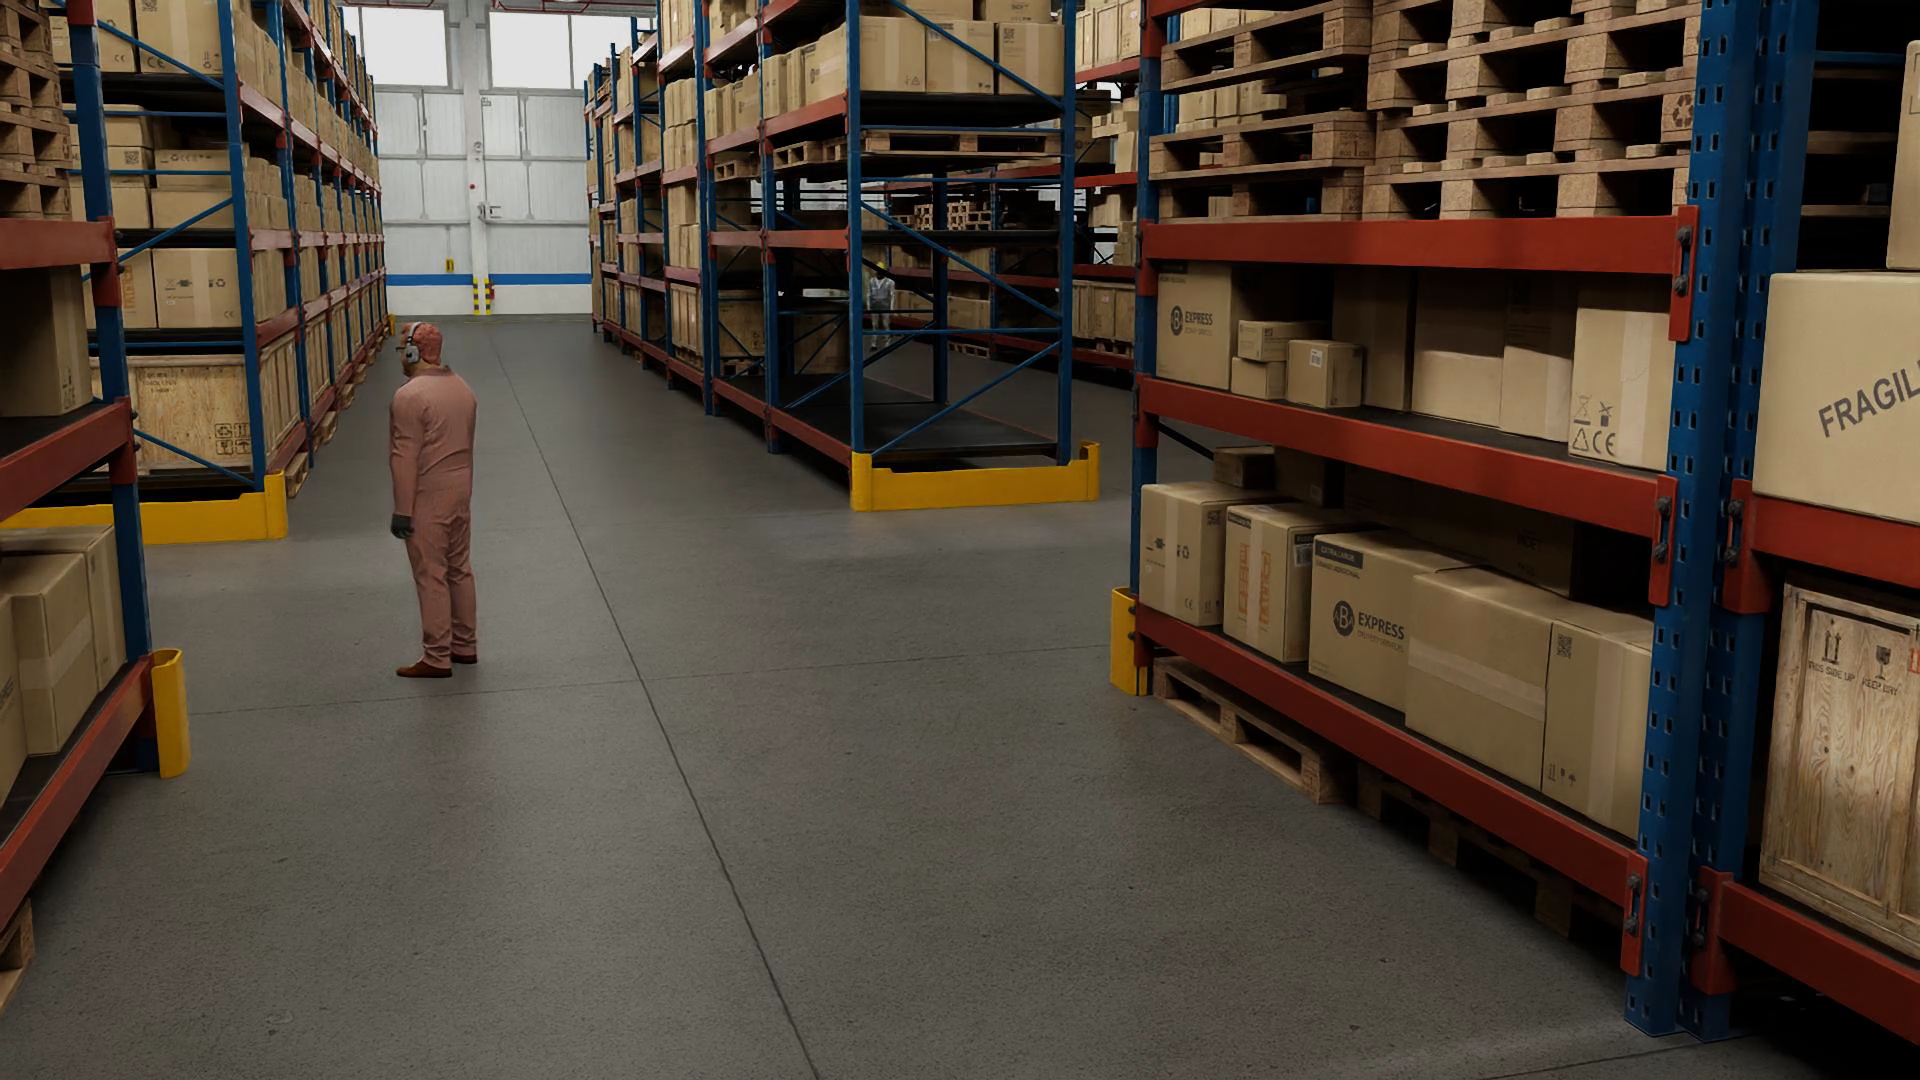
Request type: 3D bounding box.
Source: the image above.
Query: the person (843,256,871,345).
[{"bbox_3d":[-2.203,-5.200,36.027,0.642,1.982,0.435,-4,11,-20],"label":"person"}]

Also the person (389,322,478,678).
[{"bbox_3d":[-2.850,-0.215,8.952,0.399,1.901,0.642,2,11,13],"label":"person"}]

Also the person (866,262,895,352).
[{"bbox_3d":[-1.630,-4.764,34.083,0.609,1.825,0.404,3,11,14],"label":"person"}]
